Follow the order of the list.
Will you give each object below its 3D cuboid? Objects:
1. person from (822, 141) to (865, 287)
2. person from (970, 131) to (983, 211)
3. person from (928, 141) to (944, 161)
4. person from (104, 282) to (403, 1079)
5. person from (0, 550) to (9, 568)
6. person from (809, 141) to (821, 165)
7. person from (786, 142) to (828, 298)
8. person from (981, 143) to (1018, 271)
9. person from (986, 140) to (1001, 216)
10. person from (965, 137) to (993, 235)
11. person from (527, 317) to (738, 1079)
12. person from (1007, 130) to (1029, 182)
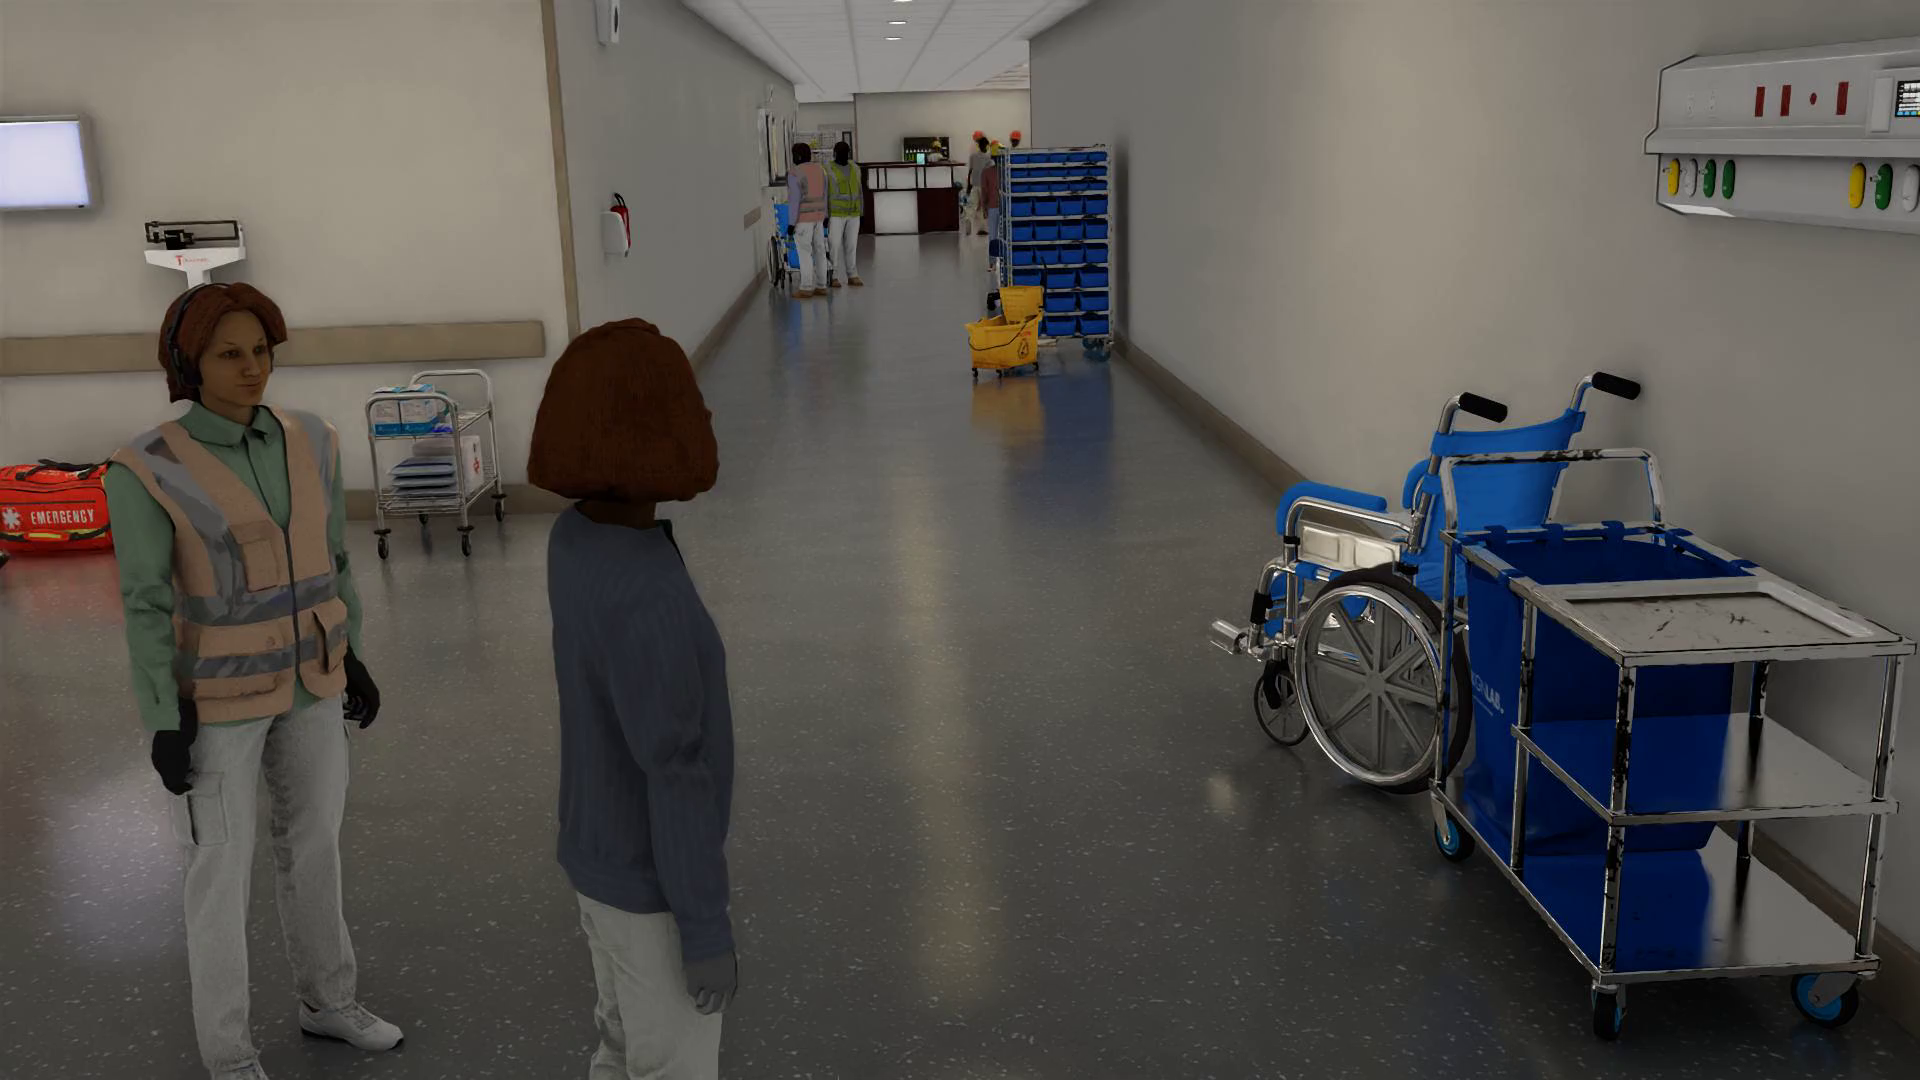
[{"bbox_3d":[-1.489,-4.165,21.300,0.631,1.840,0.428,-10,16,-32],"label":"person"},{"bbox_3d":[0.483,-9.211,41.571,0.425,1.971,0.709,7,16,32],"label":"person"},{"bbox_3d":[-0.575,-9.177,41.967,0.541,1.750,0.491,11,18,41],"label":"person"},{"bbox_3d":[-1.381,0.315,3.289,0.311,1.638,0.521,6,16,28],"label":"person"},{"bbox_3d":[-4.624,-0.587,7.462,0.847,1.598,0.518,6,16,29],"label":"person"},{"bbox_3d":[-3.814,-9.539,43.671,0.403,1.832,0.593,-2,14,-2],"label":"person"},{"bbox_3d":[-1.849,-3.833,19.975,0.430,1.844,0.619,9,17,38],"label":"person"},{"bbox_3d":[0.549,-4.592,22.989,0.518,1.757,0.340,0,14,7],"label":"person"},{"bbox_3d":[0.798,-8.452,38.845,0.564,1.743,0.352,-13,17,-38],"label":"person"},{"bbox_3d":[0.328,-6.608,31.159,0.555,1.830,0.770,6,16,29],"label":"person"},{"bbox_3d":[-0.438,0.496,2.443,0.280,1.636,0.500,-8,15,-24],"label":"person"},{"bbox_3d":[1.154,-7.675,35.246,0.616,1.948,0.951,4,15,22],"label":"person"}]
